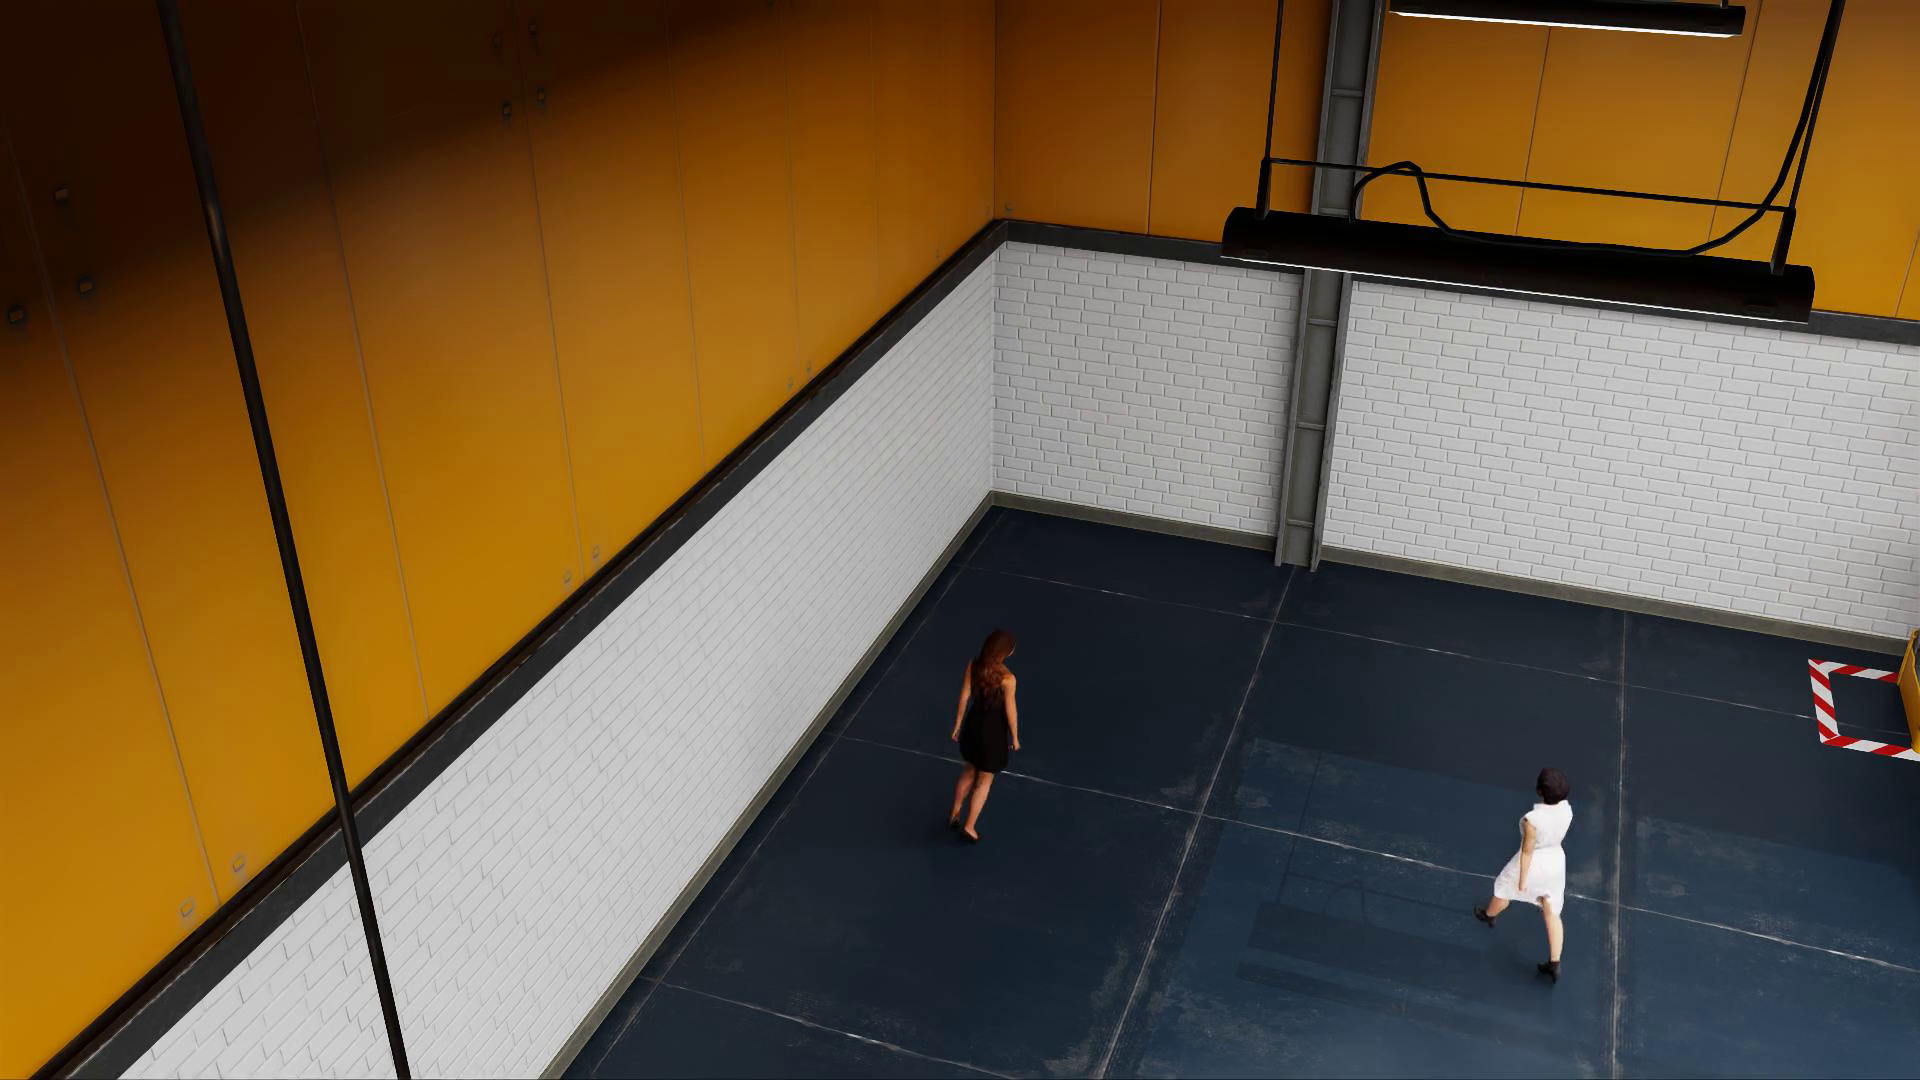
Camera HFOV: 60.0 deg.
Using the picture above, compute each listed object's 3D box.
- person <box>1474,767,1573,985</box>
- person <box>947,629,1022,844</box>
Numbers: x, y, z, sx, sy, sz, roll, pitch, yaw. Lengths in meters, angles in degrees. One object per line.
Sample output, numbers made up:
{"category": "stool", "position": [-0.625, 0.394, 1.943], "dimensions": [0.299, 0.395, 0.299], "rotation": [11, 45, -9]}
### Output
{"category": "person", "position": [3.838, 2.208, 10.884], "dimensions": [1.015, 1.506, 1.025], "rotation": [-10, 30, -18]}
{"category": "person", "position": [0.129, 1.458, 11.953], "dimensions": [0.662, 1.799, 0.769], "rotation": [13, 31, 22]}
